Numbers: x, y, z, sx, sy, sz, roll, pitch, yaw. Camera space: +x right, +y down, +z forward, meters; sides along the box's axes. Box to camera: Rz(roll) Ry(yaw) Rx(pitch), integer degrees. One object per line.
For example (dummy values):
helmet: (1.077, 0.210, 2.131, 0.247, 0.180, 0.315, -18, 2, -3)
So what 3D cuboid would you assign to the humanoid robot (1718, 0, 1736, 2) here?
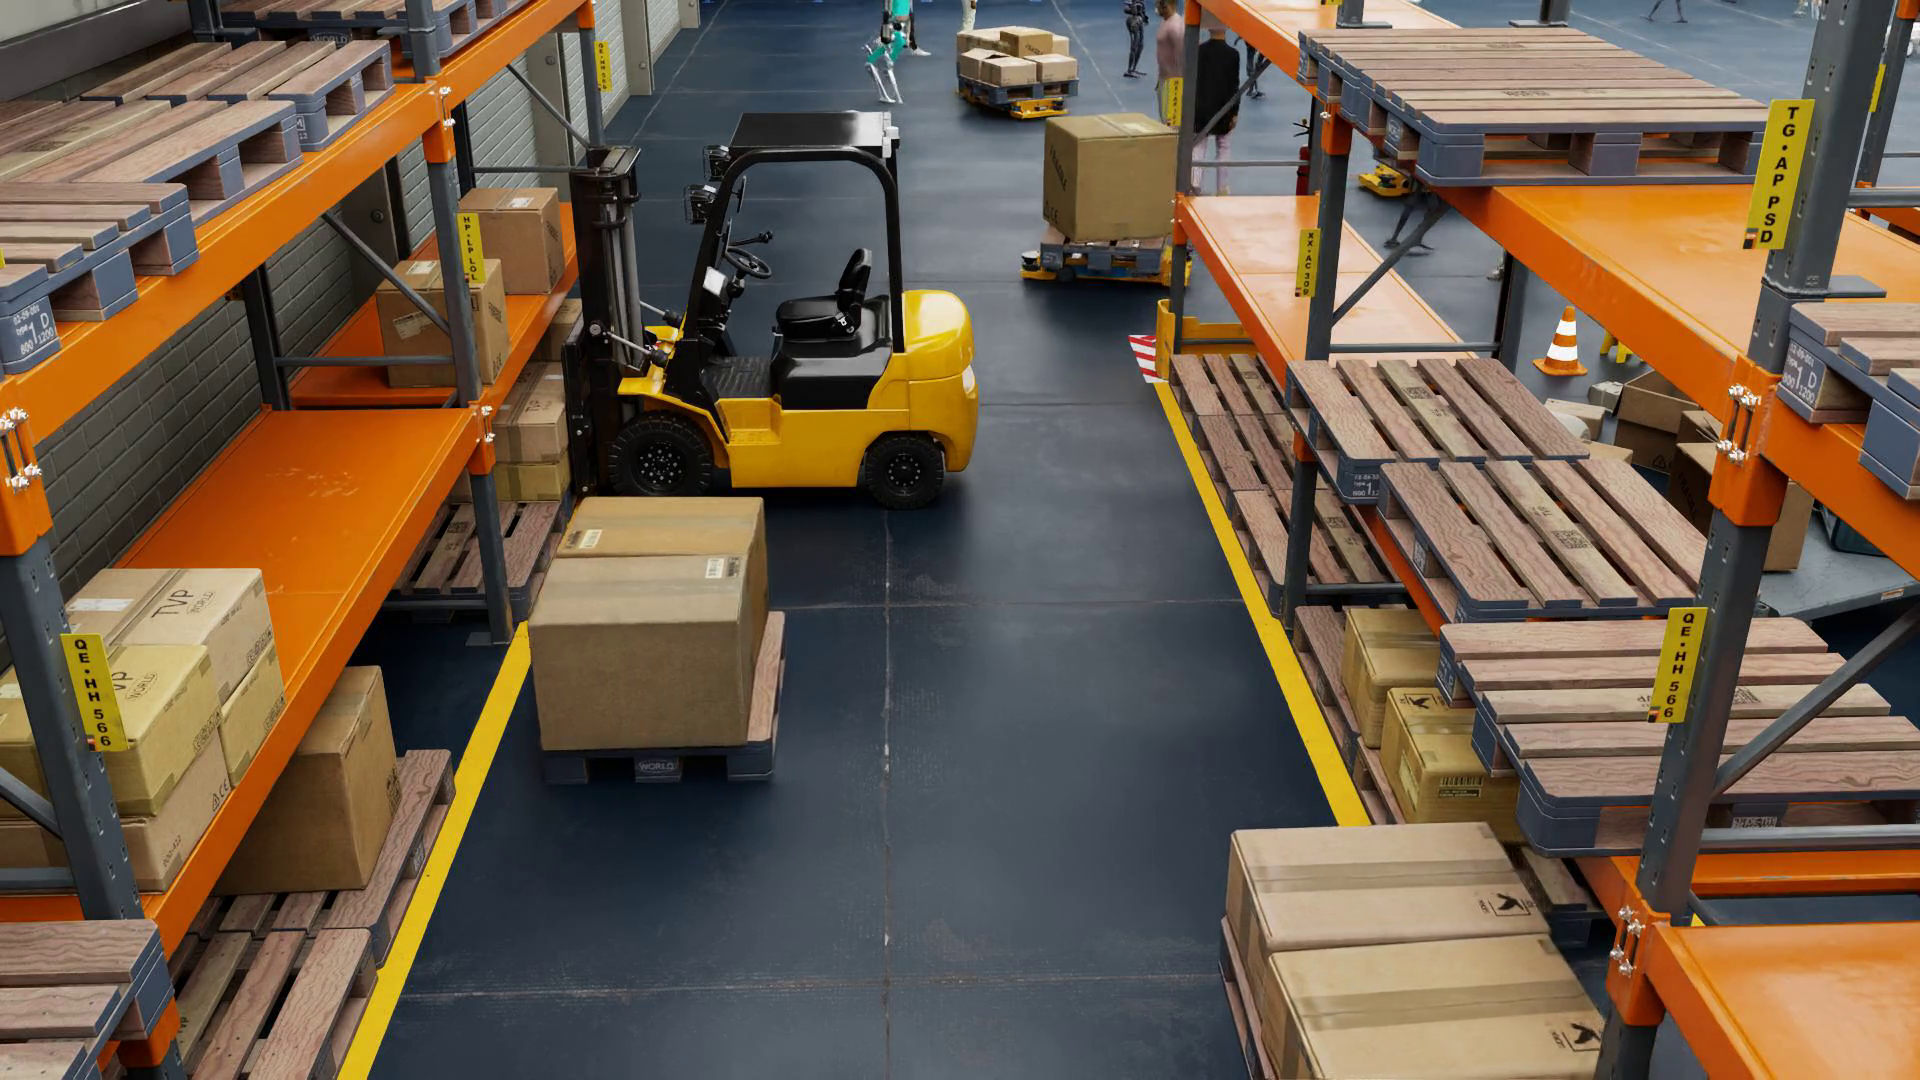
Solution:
humanoid robot: (13.989, -10.582, 30.060, 0.610, 1.640, 0.355, -15, 29, -28)

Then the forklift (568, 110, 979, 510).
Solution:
forklift: (-1.043, -1.379, 9.976, 2.313, 2.155, 1.214, -1, 25, -2)

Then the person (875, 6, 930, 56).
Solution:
person: (-0.877, -8.180, 24.754, 0.854, 1.871, 0.557, 5, 26, 10)

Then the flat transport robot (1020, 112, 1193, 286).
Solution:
flat transport robot: (1.275, -2.401, 14.389, 1.431, 0.231, 0.659, 4, 26, 9)

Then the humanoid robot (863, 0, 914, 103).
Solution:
humanoid robot: (-0.942, -6.420, 21.222, 0.754, 1.818, 0.530, 18, 30, 33)

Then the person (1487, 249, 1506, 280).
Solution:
person: (4.735, -3.083, 14.152, 0.521, 1.690, 0.467, -13, 28, -25)

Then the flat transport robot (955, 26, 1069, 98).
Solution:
flat transport robot: (0.710, -5.974, 21.954, 1.431, 0.231, 0.659, -16, 30, -30)

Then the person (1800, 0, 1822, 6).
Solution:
person: (15.367, -10.496, 29.632, 0.524, 1.893, 0.401, 0, 25, 0)

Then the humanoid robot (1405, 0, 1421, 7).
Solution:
humanoid robot: (5.068, -5.001, 18.190, 0.720, 1.785, 0.535, 8, 26, 16)

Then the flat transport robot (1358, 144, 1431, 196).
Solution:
flat transport robot: (4.935, -3.748, 17.240, 1.431, 0.231, 0.659, -4, 26, -8)

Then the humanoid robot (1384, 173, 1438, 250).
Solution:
humanoid robot: (4.127, -3.425, 14.918, 0.462, 1.647, 0.599, 4, 26, 9)

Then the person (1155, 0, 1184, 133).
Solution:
person: (2.263, -4.884, 17.740, 0.457, 1.895, 0.679, -1, 25, -1)

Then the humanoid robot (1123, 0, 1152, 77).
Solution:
humanoid robot: (2.463, -7.289, 23.086, 0.321, 1.655, 0.591, 9, 27, 19)

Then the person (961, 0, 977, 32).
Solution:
person: (0.163, -8.055, 24.636, 0.343, 1.744, 0.564, -4, 26, -8)

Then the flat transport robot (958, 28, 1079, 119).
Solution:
flat transport robot: (0.719, -5.568, 21.095, 0.659, 0.231, 1.431, -13, 28, -25)

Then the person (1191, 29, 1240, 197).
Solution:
person: (2.485, -4.226, 16.429, 0.551, 1.828, 0.716, 6, 26, 13)

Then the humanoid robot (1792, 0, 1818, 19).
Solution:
humanoid robot: (14.538, -9.735, 28.335, 0.547, 1.905, 0.748, -9, 27, -18)

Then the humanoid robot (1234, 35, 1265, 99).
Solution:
humanoid robot: (3.899, -6.585, 21.640, 0.610, 1.651, 0.520, -7, 26, -14)

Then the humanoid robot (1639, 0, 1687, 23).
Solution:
humanoid robot: (11.903, -9.512, 27.831, 0.764, 1.622, 0.591, 13, 28, 26)

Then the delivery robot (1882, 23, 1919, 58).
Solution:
delivery robot: (14.137, -7.542, 24.909, 0.747, 0.568, 0.499, -14, 29, -28)
